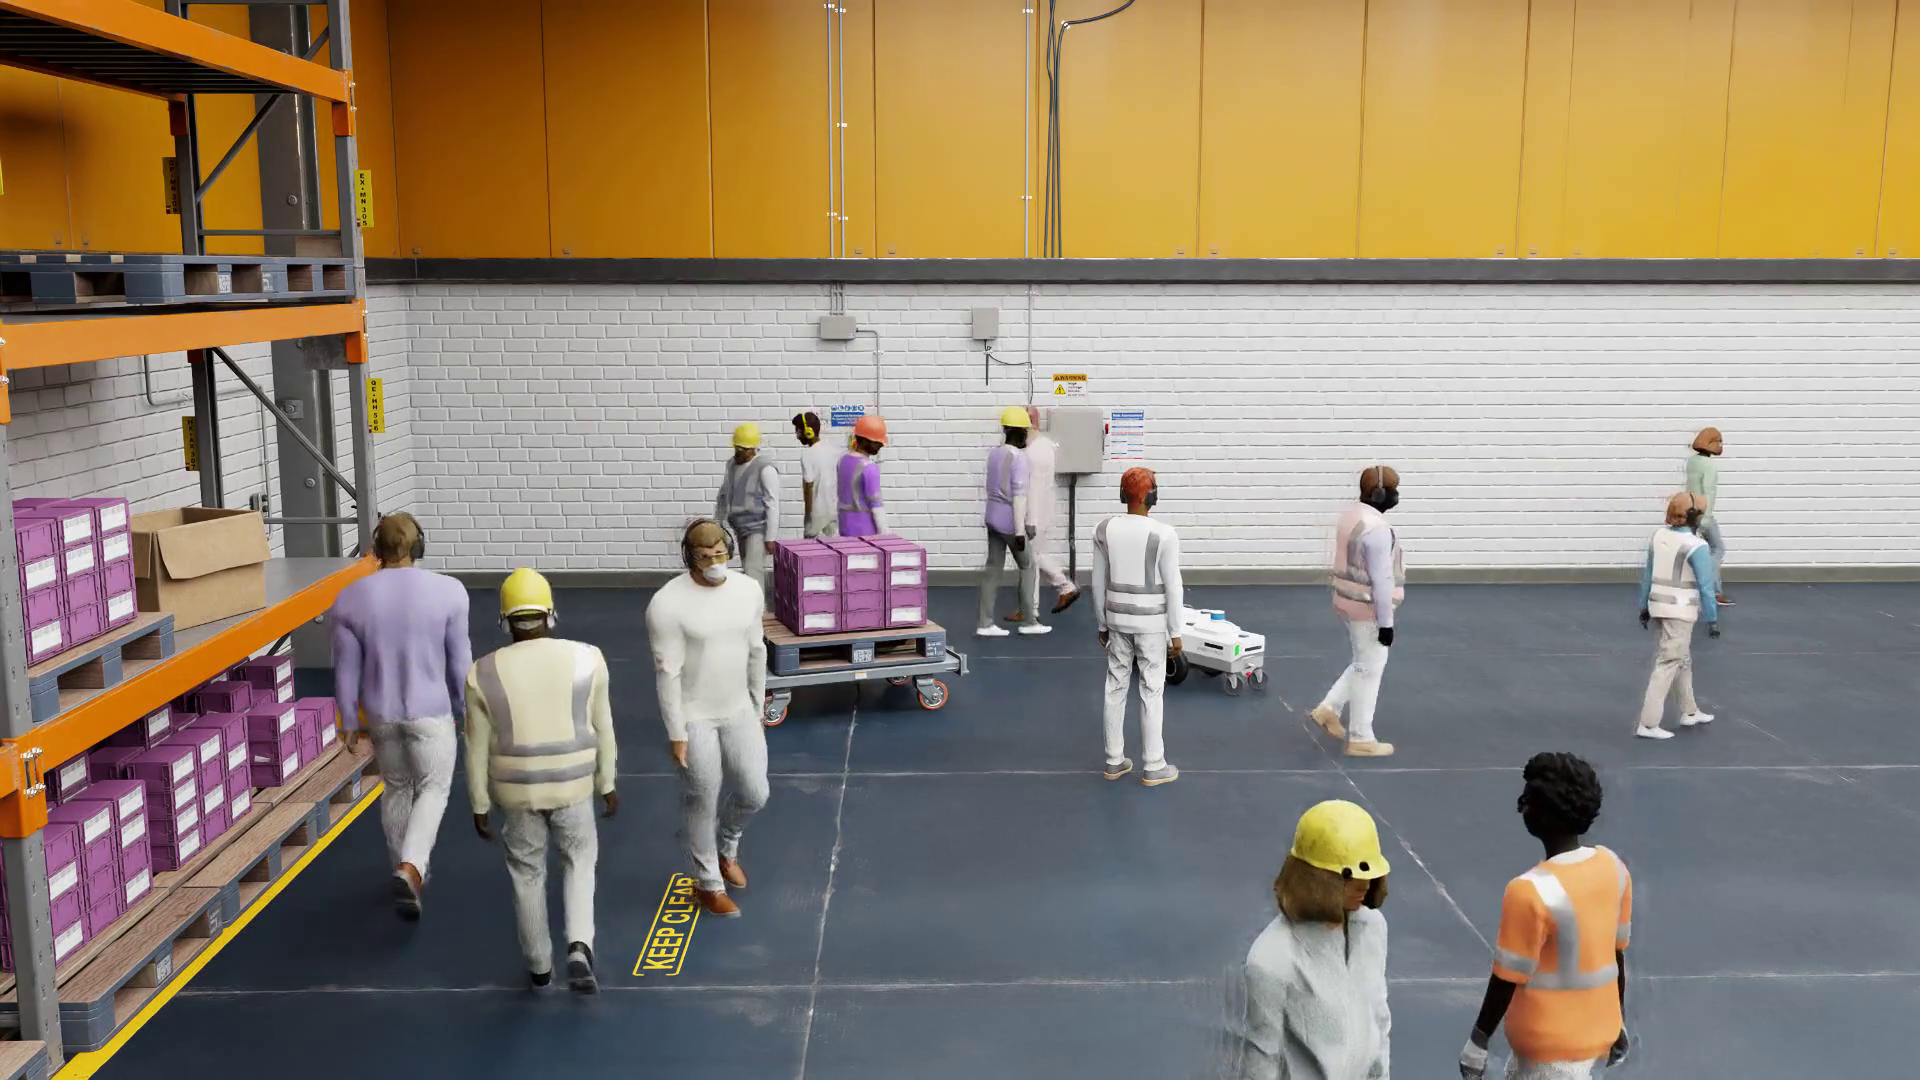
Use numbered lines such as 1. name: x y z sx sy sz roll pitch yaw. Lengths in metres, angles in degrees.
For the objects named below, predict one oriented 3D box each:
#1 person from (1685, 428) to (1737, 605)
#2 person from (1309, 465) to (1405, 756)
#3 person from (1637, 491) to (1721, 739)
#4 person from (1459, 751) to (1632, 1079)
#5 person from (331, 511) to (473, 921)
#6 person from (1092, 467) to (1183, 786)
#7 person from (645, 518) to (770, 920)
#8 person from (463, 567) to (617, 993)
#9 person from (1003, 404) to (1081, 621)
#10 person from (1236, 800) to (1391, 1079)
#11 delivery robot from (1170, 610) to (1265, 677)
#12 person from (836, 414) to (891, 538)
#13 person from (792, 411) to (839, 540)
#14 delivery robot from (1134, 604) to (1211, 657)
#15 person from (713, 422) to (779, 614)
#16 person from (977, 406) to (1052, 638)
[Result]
1. person: 6.757 -0.212 15.025 0.681 1.607 0.507 -1 9 -6
2. person: 2.536 0.446 10.348 0.443 1.832 0.638 0 9 -2
3. person: 4.715 0.489 10.756 0.778 1.605 0.532 -2 10 -13
4. person: 1.729 1.428 4.870 0.547 1.644 0.908 -8 12 -41
5. person: -2.610 0.821 7.789 0.624 1.916 0.763 0 9 -3
6. person: 1.051 0.506 9.803 0.576 1.884 0.355 6 11 33
7. person: -1.143 0.833 7.733 0.639 1.913 0.446 -8 12 -40
8. person: -1.721 1.019 6.850 0.618 1.817 0.499 -3 10 -18
9. person: 0.694 -0.226 14.295 0.552 1.885 0.683 1 9 6
10. person: 0.914 1.488 4.260 0.487 1.731 0.392 -8 13 -42
11. delivery robot: 1.862 0.754 12.057 0.477 0.478 0.707 -7 12 -38
12. person: -0.756 -0.055 13.173 0.410 1.900 0.571 -5 10 -26
13. person: -1.176 -0.210 14.438 0.941 1.818 0.556 5 11 30
14. delivery robot: 1.618 0.666 12.599 0.707 0.478 0.477 -3 10 -15
15. person: -1.792 -0.086 13.707 0.550 1.797 0.800 -8 12 -39
16. person: 0.456 -0.137 13.653 0.767 1.904 0.636 -5 10 -27
